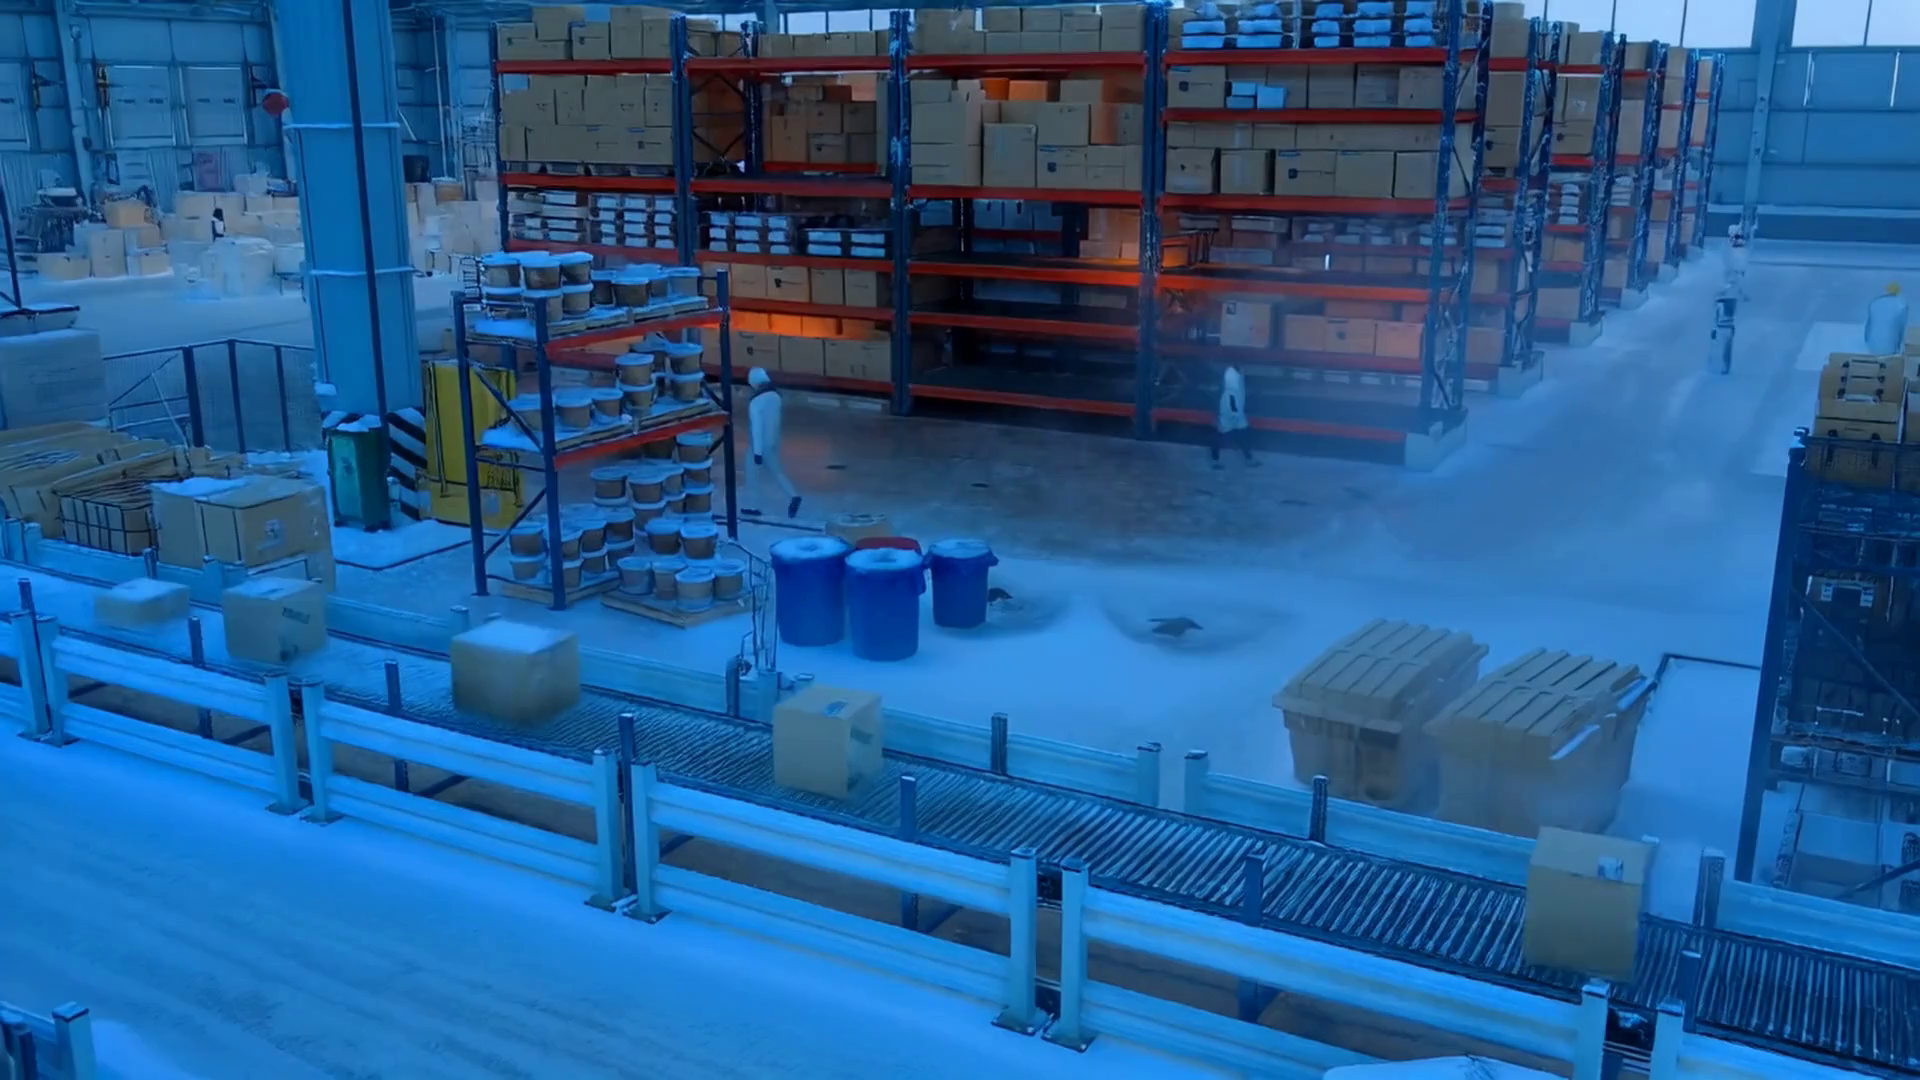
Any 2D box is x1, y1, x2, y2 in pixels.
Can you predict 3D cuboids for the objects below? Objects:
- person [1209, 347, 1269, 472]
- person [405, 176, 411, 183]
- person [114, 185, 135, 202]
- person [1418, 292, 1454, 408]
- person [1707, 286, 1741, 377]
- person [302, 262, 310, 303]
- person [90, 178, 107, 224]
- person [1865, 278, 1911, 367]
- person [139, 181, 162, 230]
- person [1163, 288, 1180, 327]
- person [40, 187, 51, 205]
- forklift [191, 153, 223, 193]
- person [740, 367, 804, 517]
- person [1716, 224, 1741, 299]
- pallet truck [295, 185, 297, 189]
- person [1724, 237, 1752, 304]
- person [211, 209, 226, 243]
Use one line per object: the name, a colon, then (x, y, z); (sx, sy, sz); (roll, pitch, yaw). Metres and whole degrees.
person: (3.669, -1.694, 21.800); (0.831, 1.655, 0.550); (7, 16, 23)
person: (-21.084, -13.049, 64.016); (0.868, 1.917, 0.631); (-11, 19, -36)
person: (-28.379, -11.088, 56.605); (0.648, 1.927, 0.505); (-8, 17, -26)
person: (7.291, -2.842, 25.586); (0.379, 1.940, 0.629); (-7, 16, -23)
person: (13.567, -3.713, 29.522); (0.526, 1.578, 0.835); (1, 15, 3)
person: (-13.108, -5.125, 34.207); (0.633, 1.908, 1.014); (2, 15, 9)
person: (-31.741, -12.342, 61.304); (0.551, 1.935, 0.371); (-2, 15, -6)
person: (15.510, -3.424, 27.855); (0.639, 1.895, 0.496); (10, 18, 33)
person: (-30.289, -12.442, 61.899); (0.578, 1.835, 0.993); (10, 18, 33)
person: (4.490, -5.467, 35.518); (0.639, 1.909, 0.409); (-14, 20, -42)
person: (-33.541, -12.115, 61.047); (0.544, 1.623, 0.363); (14, 21, 43)
forklift: (-27.850, -12.924, 61.683); (1.873, 2.768, 1.129); (8, 17, 28)
person: (-2.226, -1.125, 19.390); (0.757, 1.807, 0.593); (9, 17, 30)
person: (18.769, -6.774, 40.553); (0.429, 1.842, 0.636); (2, 15, 7)
pallet truck: (-26.804, -14.617, 69.738); (1.885, 1.965, 0.823); (-14, 20, -42)
person: (18.560, -6.396, 39.587); (0.817, 1.593, 0.520); (-8, 17, -26)
person: (-20.406, -8.195, 45.889); (0.517, 1.843, 0.325); (10, 18, 33)
